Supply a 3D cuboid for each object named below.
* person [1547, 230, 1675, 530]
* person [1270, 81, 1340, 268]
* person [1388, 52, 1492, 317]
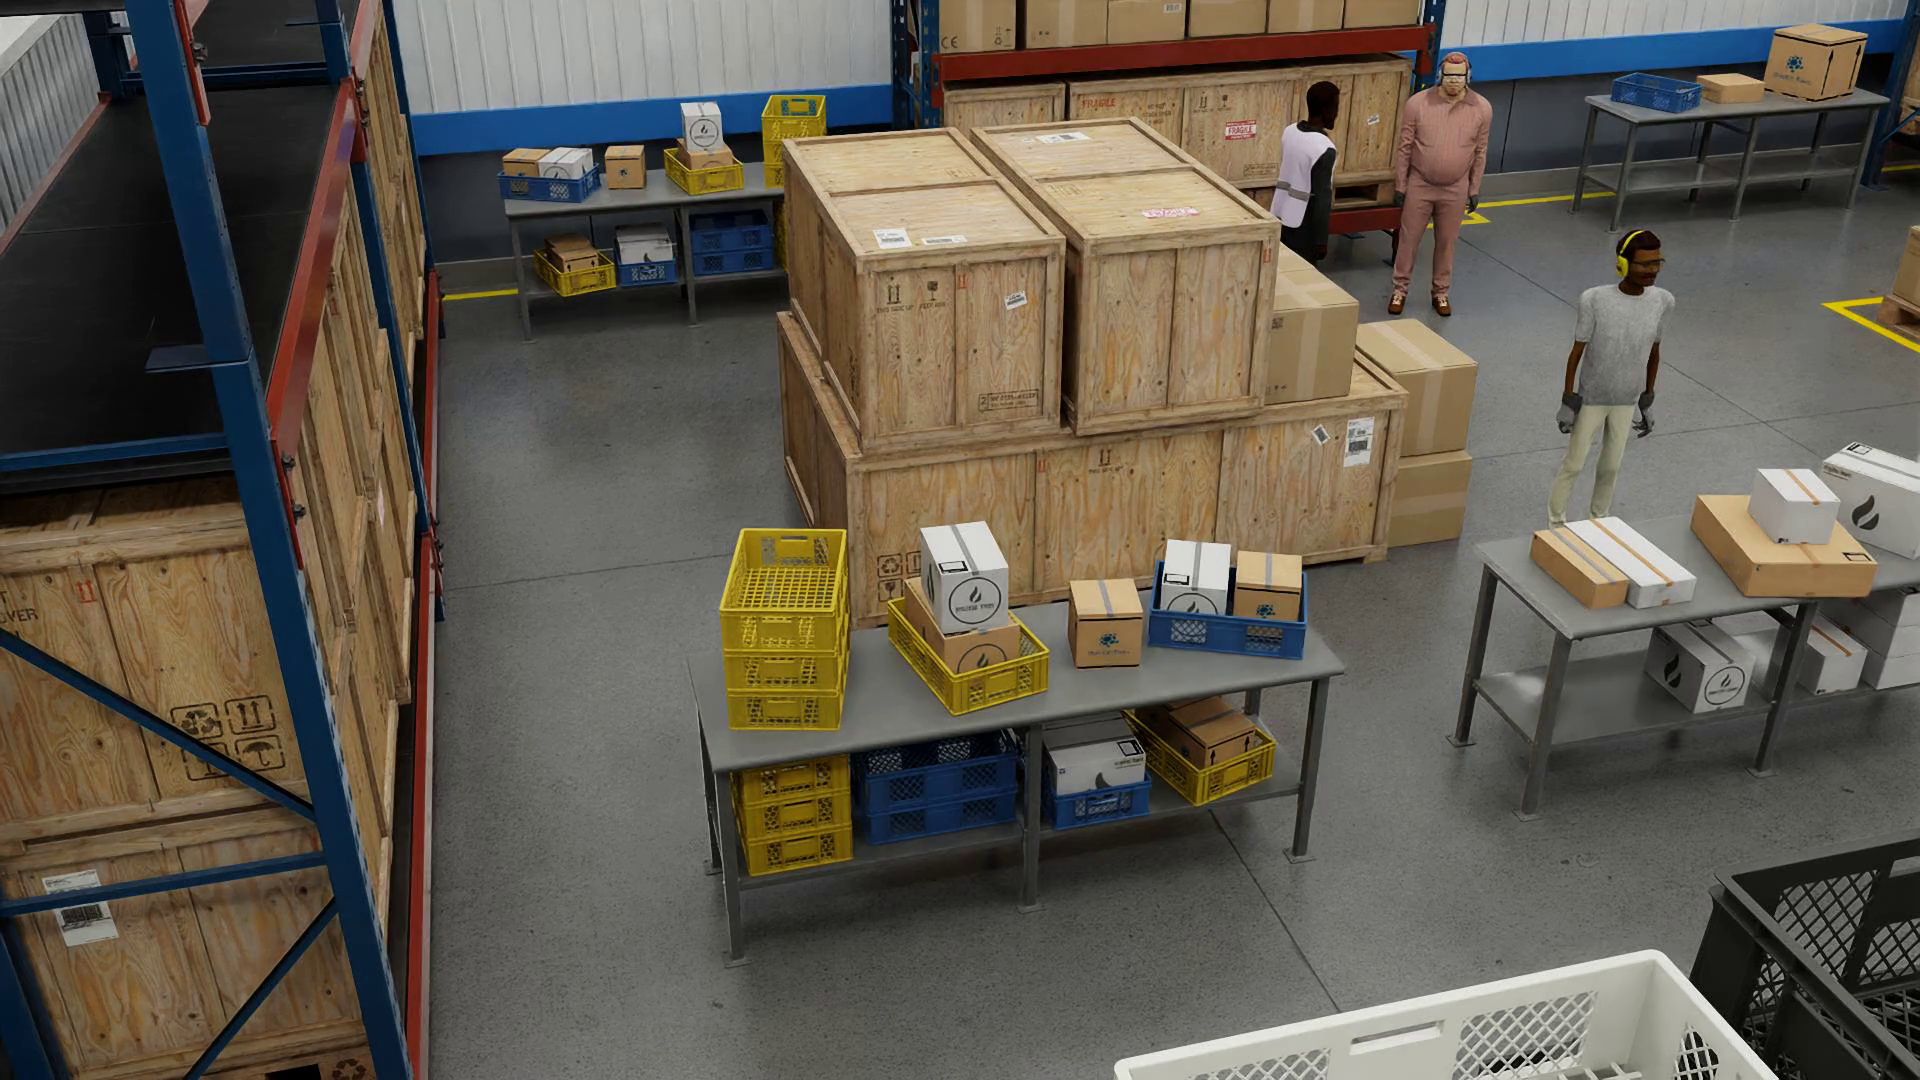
[{"bbox_3d":[3.417,-0.726,8.756,0.520,1.877,0.326,-1,29,-2],"label":"person"},{"bbox_3d":[2.319,-2.155,11.318,0.390,1.911,0.592,-8,30,-15],"label":"person"},{"bbox_3d":[3.465,-2.565,12.062,0.643,1.909,0.410,3,29,6],"label":"person"}]
